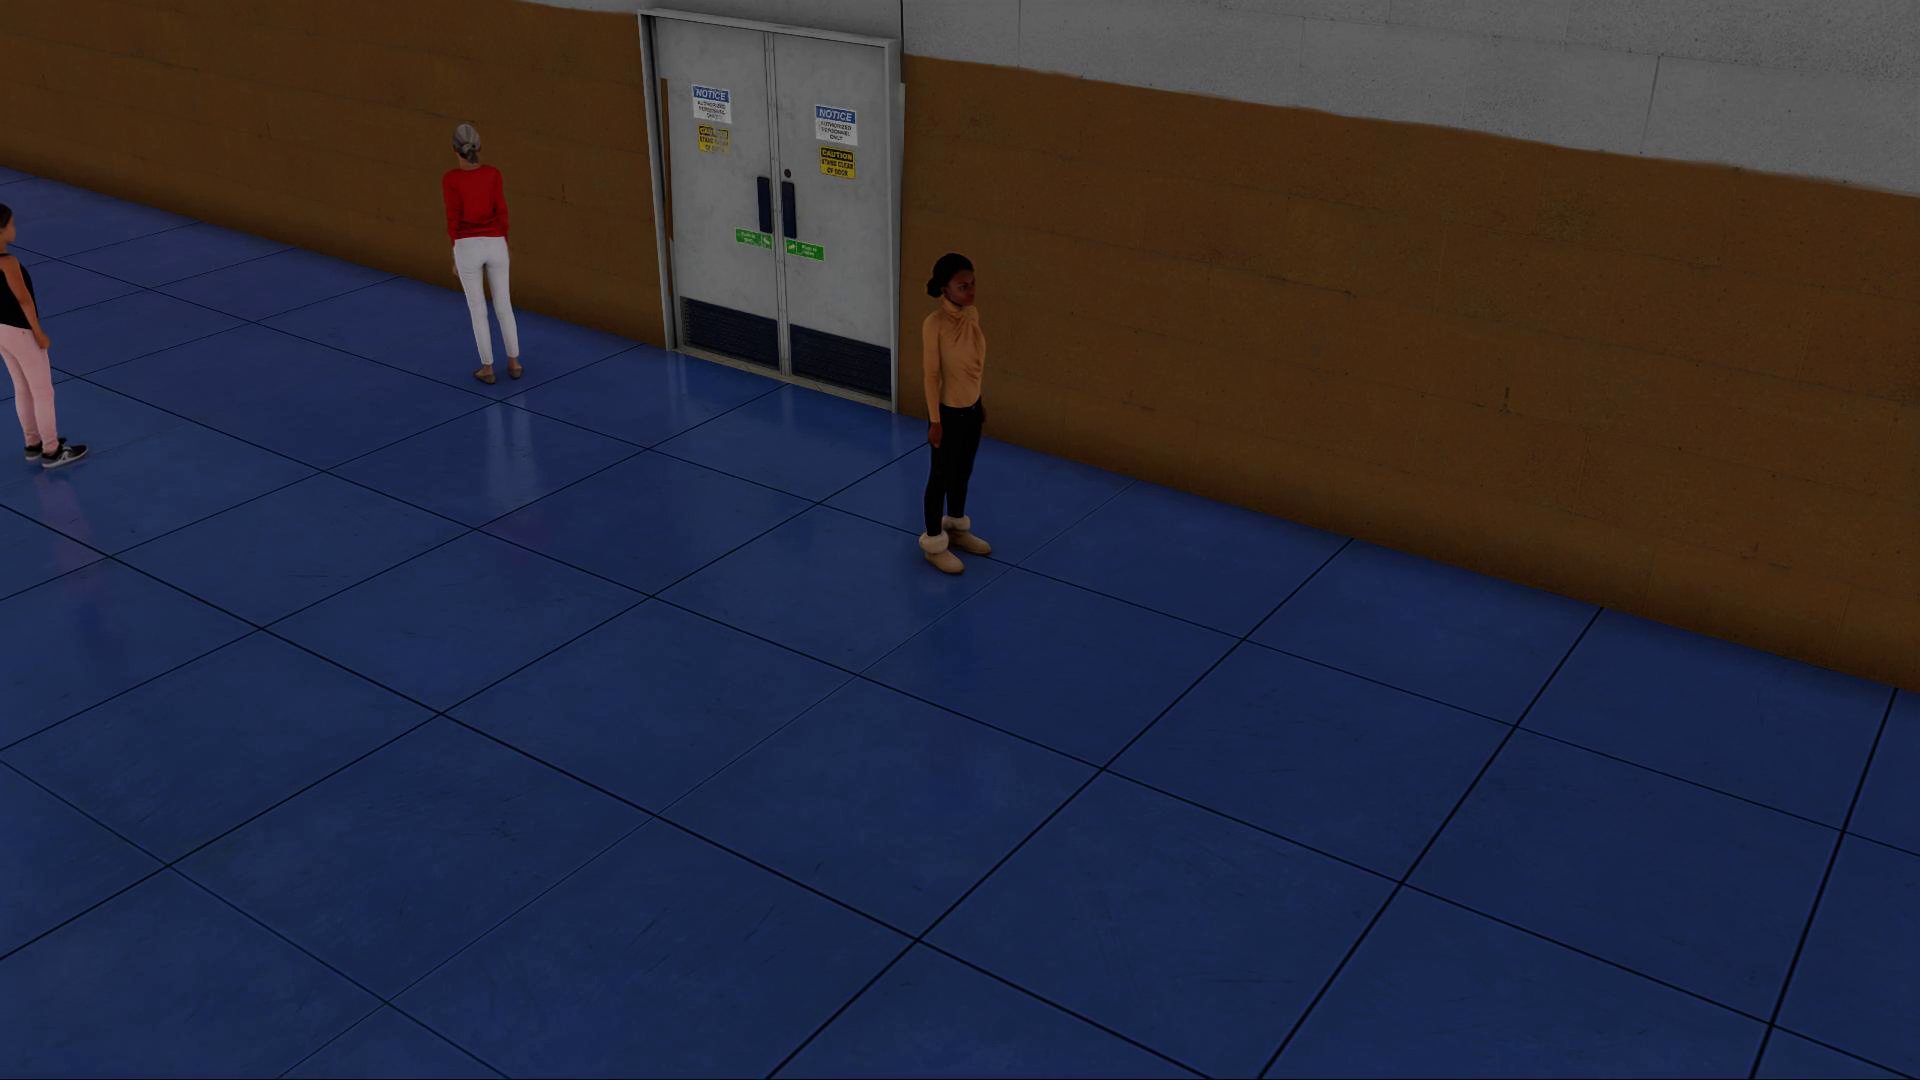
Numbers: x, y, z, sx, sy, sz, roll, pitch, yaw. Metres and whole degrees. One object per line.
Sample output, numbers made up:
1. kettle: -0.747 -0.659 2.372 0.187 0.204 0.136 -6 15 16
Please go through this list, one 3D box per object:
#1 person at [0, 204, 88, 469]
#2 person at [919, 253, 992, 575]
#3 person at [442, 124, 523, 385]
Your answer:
1. person: -5.438 -1.176 9.599 0.530 1.562 0.533 15 30 27
2. person: -0.030 -0.660 8.474 0.655 1.660 0.468 18 32 31
3. person: -3.102 -1.849 10.781 0.594 1.693 0.696 -15 30 -27
